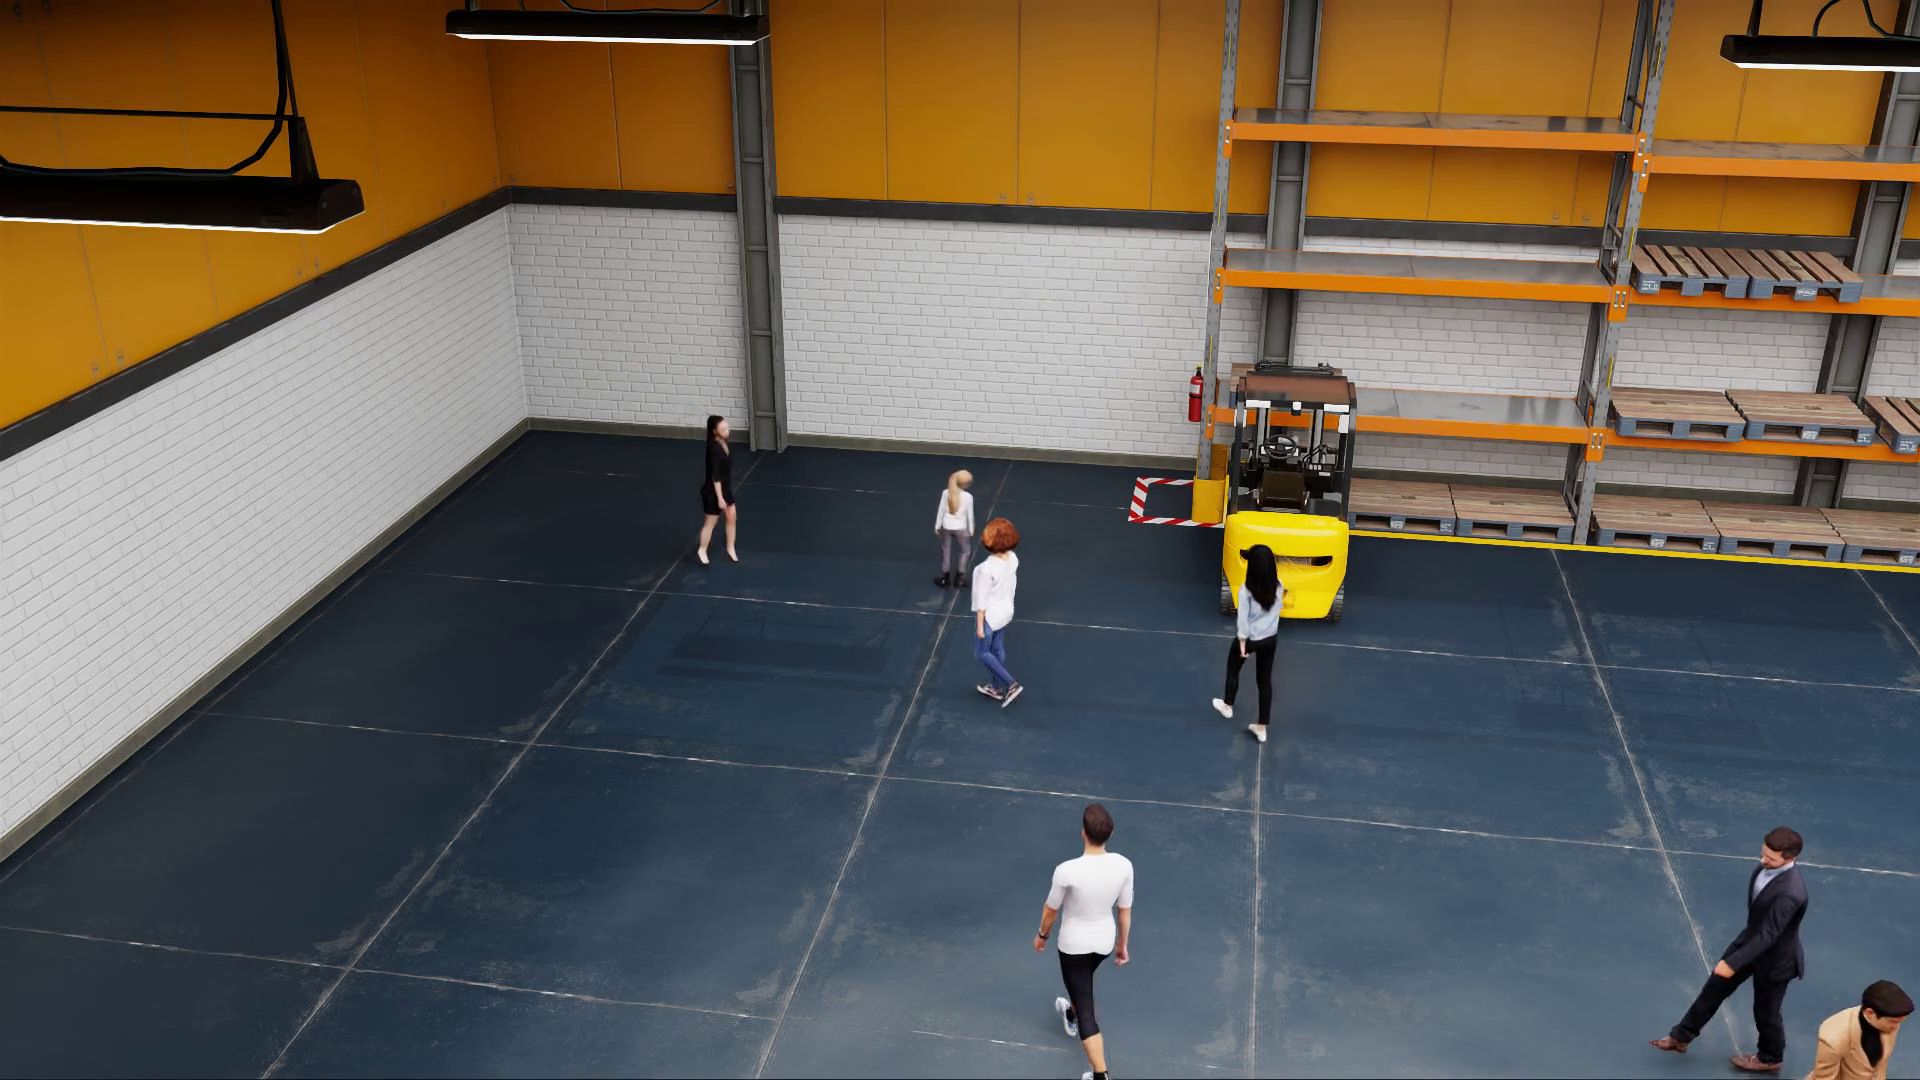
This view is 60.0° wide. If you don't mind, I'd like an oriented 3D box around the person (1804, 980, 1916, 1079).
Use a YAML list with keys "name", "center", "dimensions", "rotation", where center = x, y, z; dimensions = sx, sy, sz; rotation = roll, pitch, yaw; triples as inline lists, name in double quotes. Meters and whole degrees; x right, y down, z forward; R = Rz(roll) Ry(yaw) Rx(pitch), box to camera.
- name: "person"
  center: [4.665, 2.940, 8.943]
  dimensions: [0.902, 1.692, 0.916]
  rotation: [-7, 24, -15]

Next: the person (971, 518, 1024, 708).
- name: "person"
  center: [0.360, 0.651, 14.179]
  dimensions: [0.951, 1.693, 0.856]
  rotation: [19, 30, 36]

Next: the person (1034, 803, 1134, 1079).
- name: "person"
  center: [0.781, 2.459, 9.889]
  dimensions: [1.230, 1.816, 1.146]
  rotation: [-8, 25, -18]

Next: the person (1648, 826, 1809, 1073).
- name: "person"
  center: [4.849, 2.477, 9.855]
  dimensions: [1.075, 1.811, 0.769]
  rotation: [2, 24, 5]

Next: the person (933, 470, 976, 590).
- name: "person"
  center: [-0.067, -0.106, 16.450]
  dimensions: [0.413, 1.261, 0.670]
  rotation: [0, 24, -1]

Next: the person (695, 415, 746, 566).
- name: "person"
  center: [-2.520, -0.478, 16.807]
  dimensions: [0.702, 1.656, 0.603]
  rotation: [2, 24, 4]

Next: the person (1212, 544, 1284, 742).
- name: "person"
  center: [2.489, 0.871, 13.687]
  dimensions: [0.942, 1.684, 0.921]
  rotation: [-8, 25, -17]
